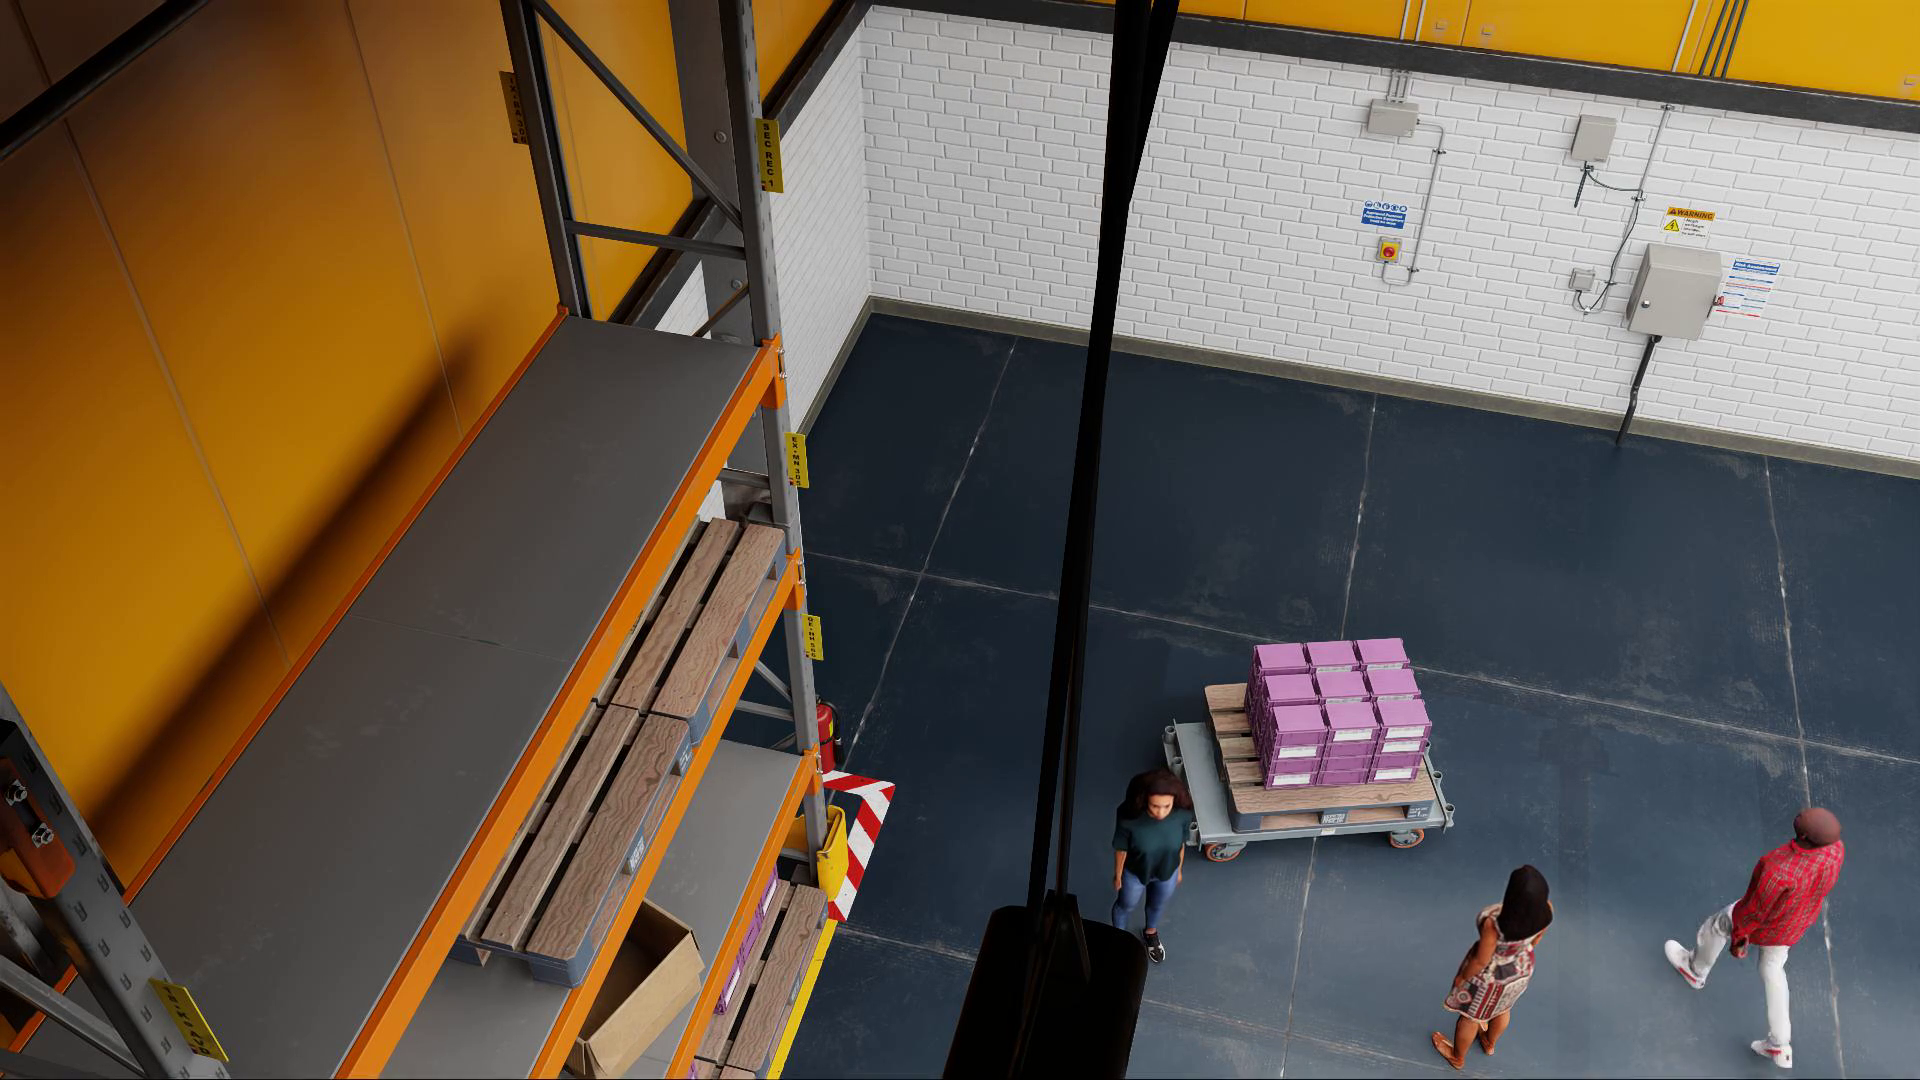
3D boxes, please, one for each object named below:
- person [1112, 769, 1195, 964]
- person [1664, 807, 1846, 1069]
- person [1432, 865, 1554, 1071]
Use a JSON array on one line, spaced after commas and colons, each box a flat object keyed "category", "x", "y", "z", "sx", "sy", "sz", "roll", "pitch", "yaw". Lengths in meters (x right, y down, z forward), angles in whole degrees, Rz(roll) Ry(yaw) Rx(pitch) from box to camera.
[{"category": "person", "x": 1.049, "y": 1.809, "z": 9.209, "sx": 0.682, "sy": 1.616, "sz": 0.700, "roll": -5, "pitch": 44, "yaw": -5}, {"category": "person", "x": 4.356, "y": 2.064, "z": 8.806, "sx": 1.046, "sy": 1.802, "sz": 1.270, "roll": -10, "pitch": 45, "yaw": -11}, {"category": "person", "x": 2.818, "y": 2.246, "z": 8.728, "sx": 0.721, "sy": 1.645, "sz": 0.744, "roll": -16, "pitch": 46, "yaw": -16}]
